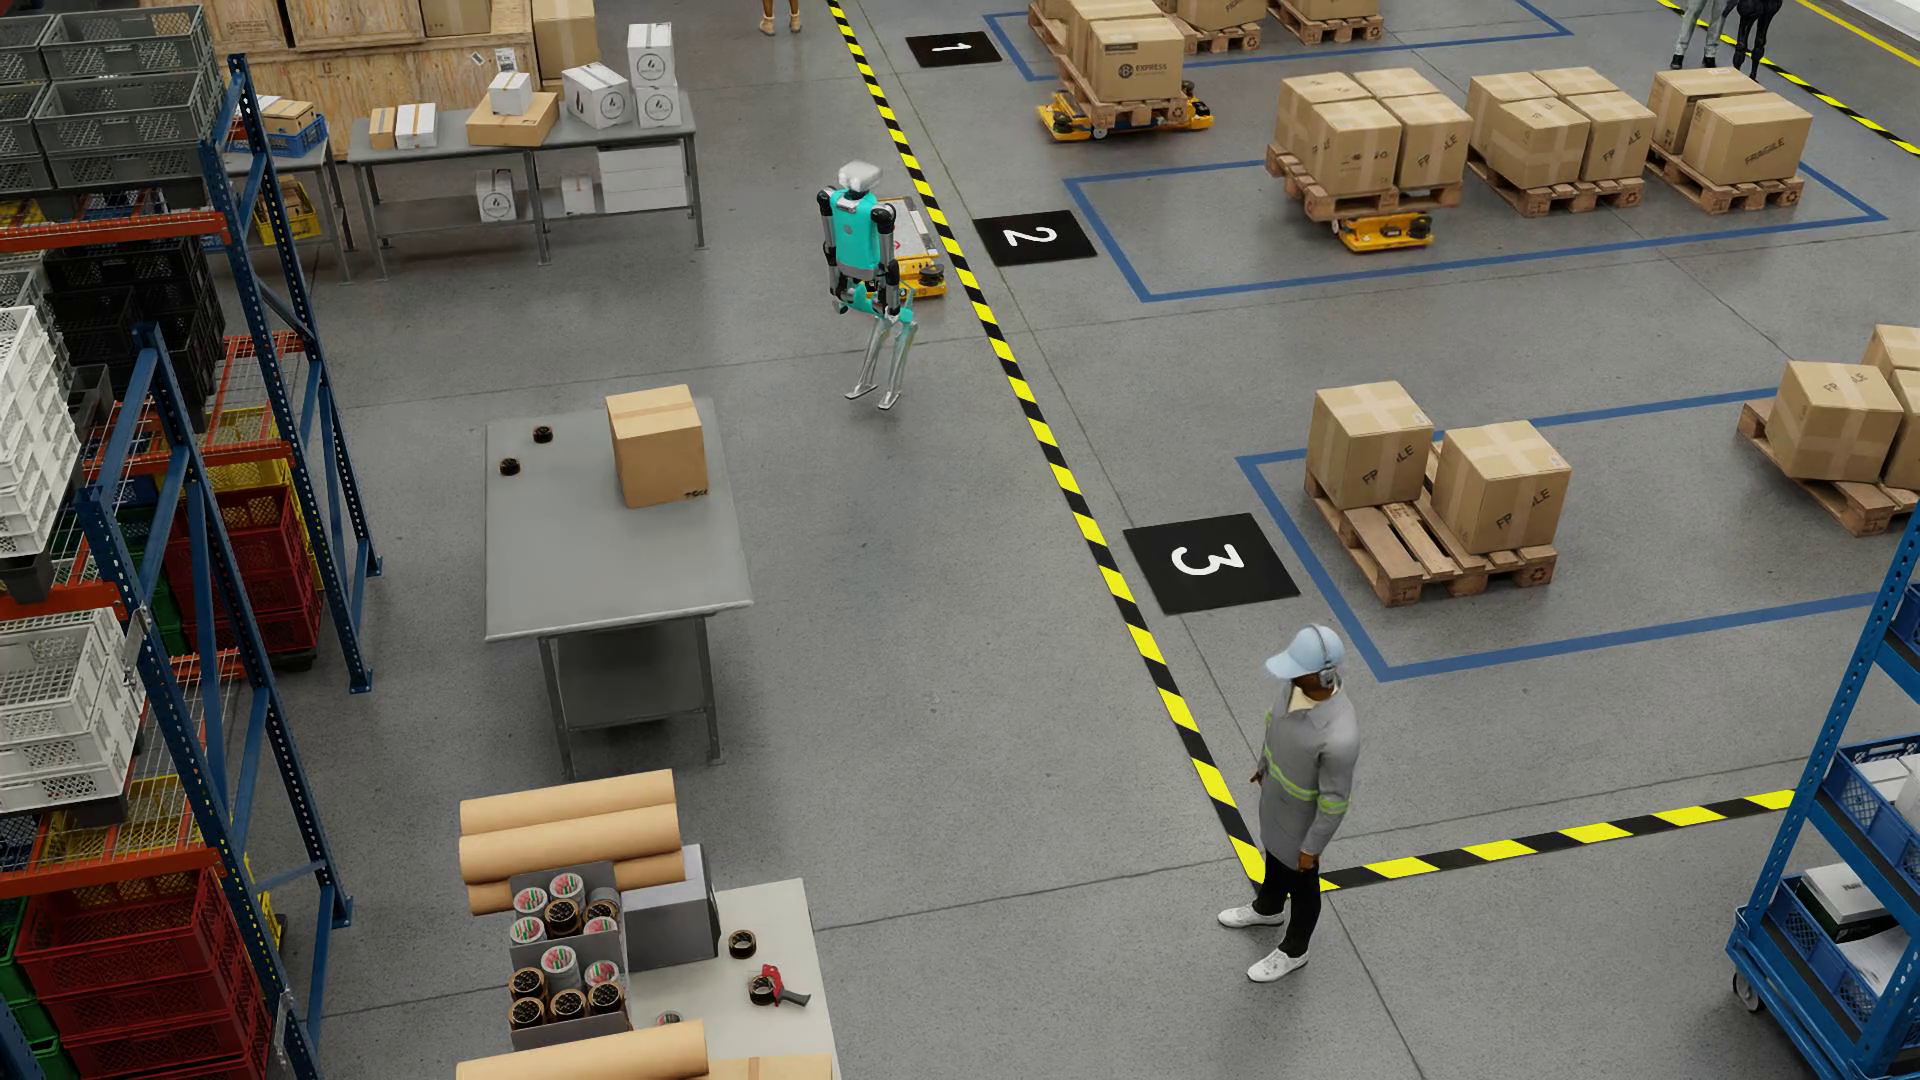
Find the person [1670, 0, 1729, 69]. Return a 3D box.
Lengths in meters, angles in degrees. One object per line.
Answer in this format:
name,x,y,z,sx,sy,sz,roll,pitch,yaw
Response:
person,6.986,-5.228,15.278,0.586,1.822,0.404,9,38,11

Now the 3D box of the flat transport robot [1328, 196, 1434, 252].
flat transport robot,3.147,-2.706,13.167,0.652,0.197,1.431,-8,37,-10

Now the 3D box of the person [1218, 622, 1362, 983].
person,1.349,1.065,6.797,0.383,1.852,0.588,-9,38,-11

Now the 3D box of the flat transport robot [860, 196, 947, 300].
flat transport robot,-0.570,-2.220,12.538,0.659,0.231,1.431,-8,37,-10

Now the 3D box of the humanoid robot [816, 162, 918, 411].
humanoid robot,-0.489,-1.636,10.409,0.533,1.677,0.735,21,42,26

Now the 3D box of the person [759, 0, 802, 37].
person,-1.806,-5.897,15.998,0.613,2.037,0.385,-10,38,-14

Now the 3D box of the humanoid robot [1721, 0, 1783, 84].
humanoid robot,7.176,-4.893,14.936,0.599,1.659,0.315,-14,39,-19

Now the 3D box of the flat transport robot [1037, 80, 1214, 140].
flat transport robot,1.451,-3.786,14.619,1.431,0.197,0.652,-8,37,-10
